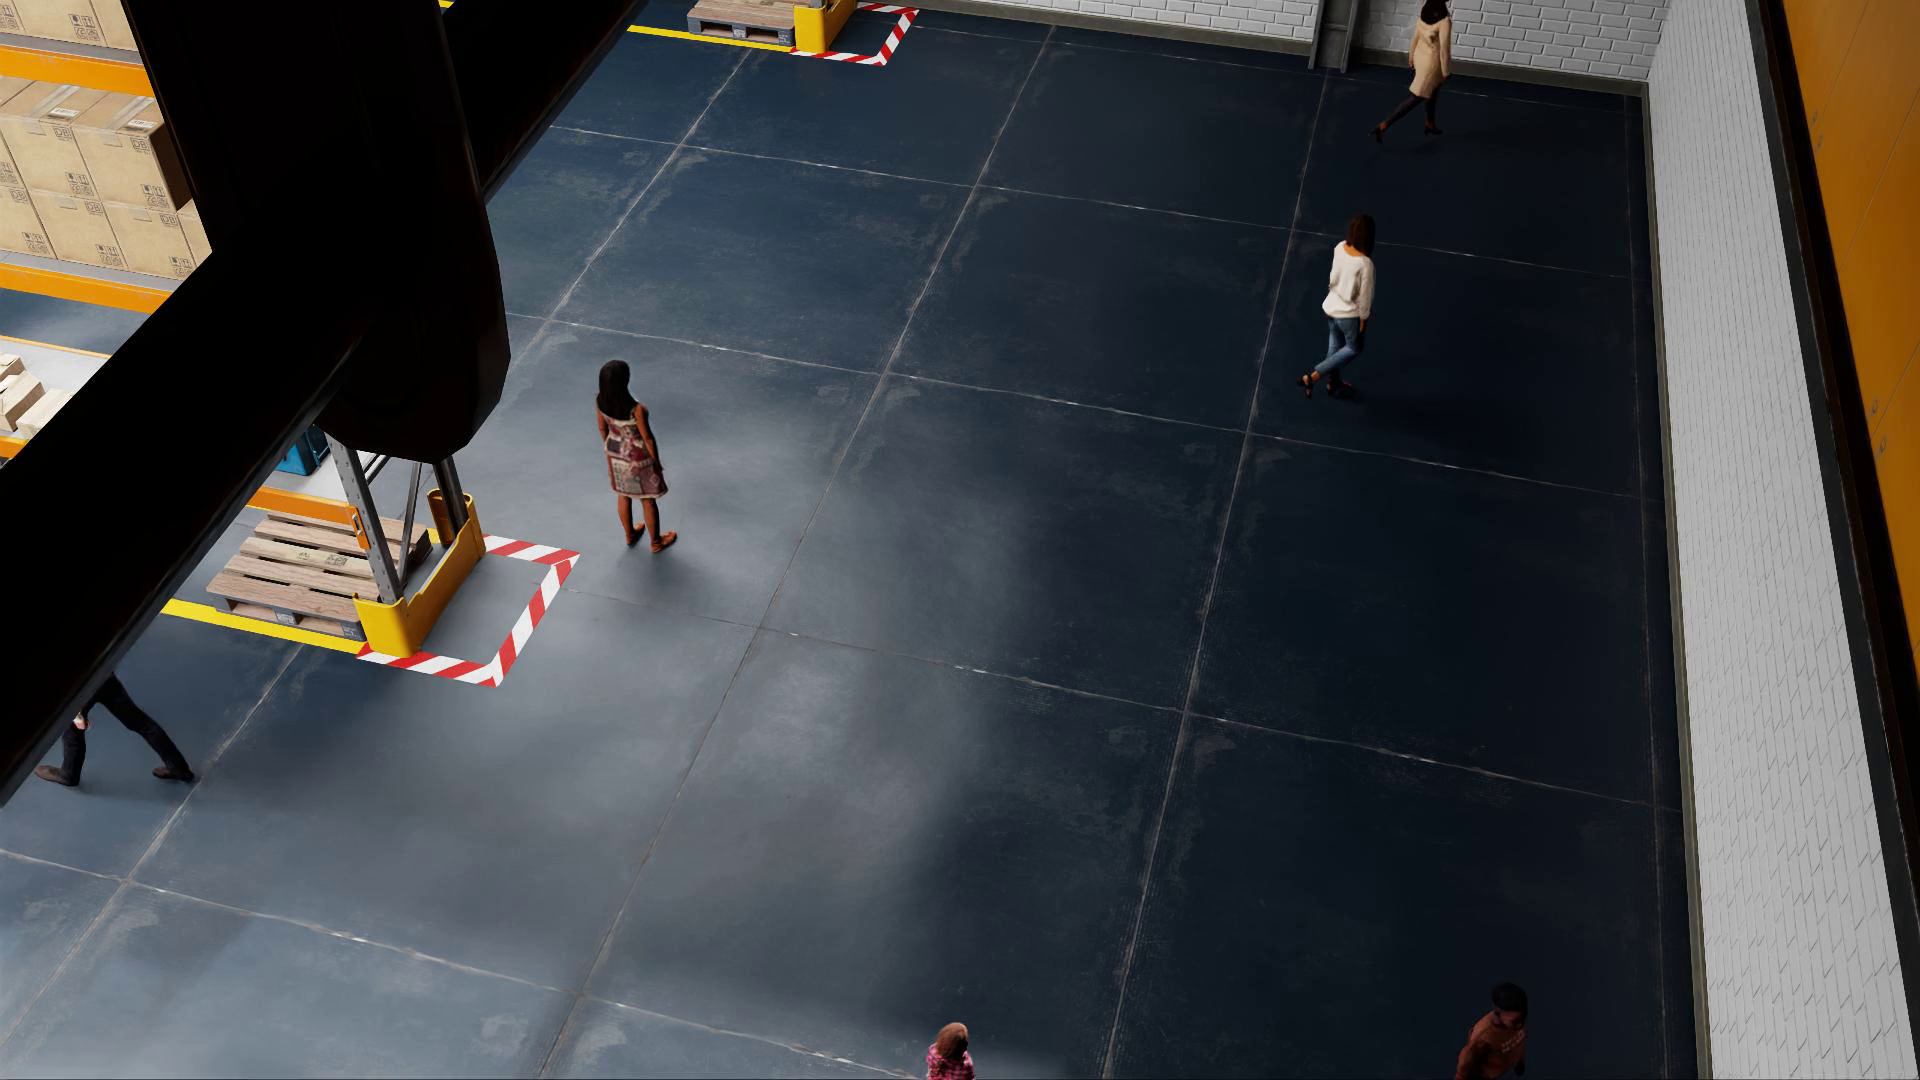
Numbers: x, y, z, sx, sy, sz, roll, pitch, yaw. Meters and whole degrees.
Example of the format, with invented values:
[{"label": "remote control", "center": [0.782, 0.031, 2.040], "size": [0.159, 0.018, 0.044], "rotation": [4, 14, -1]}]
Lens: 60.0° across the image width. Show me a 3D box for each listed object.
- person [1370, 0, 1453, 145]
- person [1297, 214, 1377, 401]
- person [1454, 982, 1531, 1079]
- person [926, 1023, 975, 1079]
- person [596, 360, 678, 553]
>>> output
[{"label": "person", "center": [4.361, -4.471, 15.775], "size": [1.159, 1.646, 0.953], "rotation": [-9, 44, -9]}, {"label": "person", "center": [2.931, -1.756, 12.908], "size": [0.943, 1.669, 0.866], "rotation": [-16, 46, -16]}, {"label": "person", "center": [2.697, 2.643, 8.596], "size": [0.603, 1.248, 0.652], "rotation": [-25, 49, -24]}, {"label": "person", "center": [-0.081, 2.824, 8.576], "size": [0.599, 1.013, 0.542], "rotation": [17, 46, 17]}, {"label": "person", "center": [-2.320, -0.591, 11.703], "size": [0.522, 1.645, 0.743], "rotation": [18, 46, 18]}]
